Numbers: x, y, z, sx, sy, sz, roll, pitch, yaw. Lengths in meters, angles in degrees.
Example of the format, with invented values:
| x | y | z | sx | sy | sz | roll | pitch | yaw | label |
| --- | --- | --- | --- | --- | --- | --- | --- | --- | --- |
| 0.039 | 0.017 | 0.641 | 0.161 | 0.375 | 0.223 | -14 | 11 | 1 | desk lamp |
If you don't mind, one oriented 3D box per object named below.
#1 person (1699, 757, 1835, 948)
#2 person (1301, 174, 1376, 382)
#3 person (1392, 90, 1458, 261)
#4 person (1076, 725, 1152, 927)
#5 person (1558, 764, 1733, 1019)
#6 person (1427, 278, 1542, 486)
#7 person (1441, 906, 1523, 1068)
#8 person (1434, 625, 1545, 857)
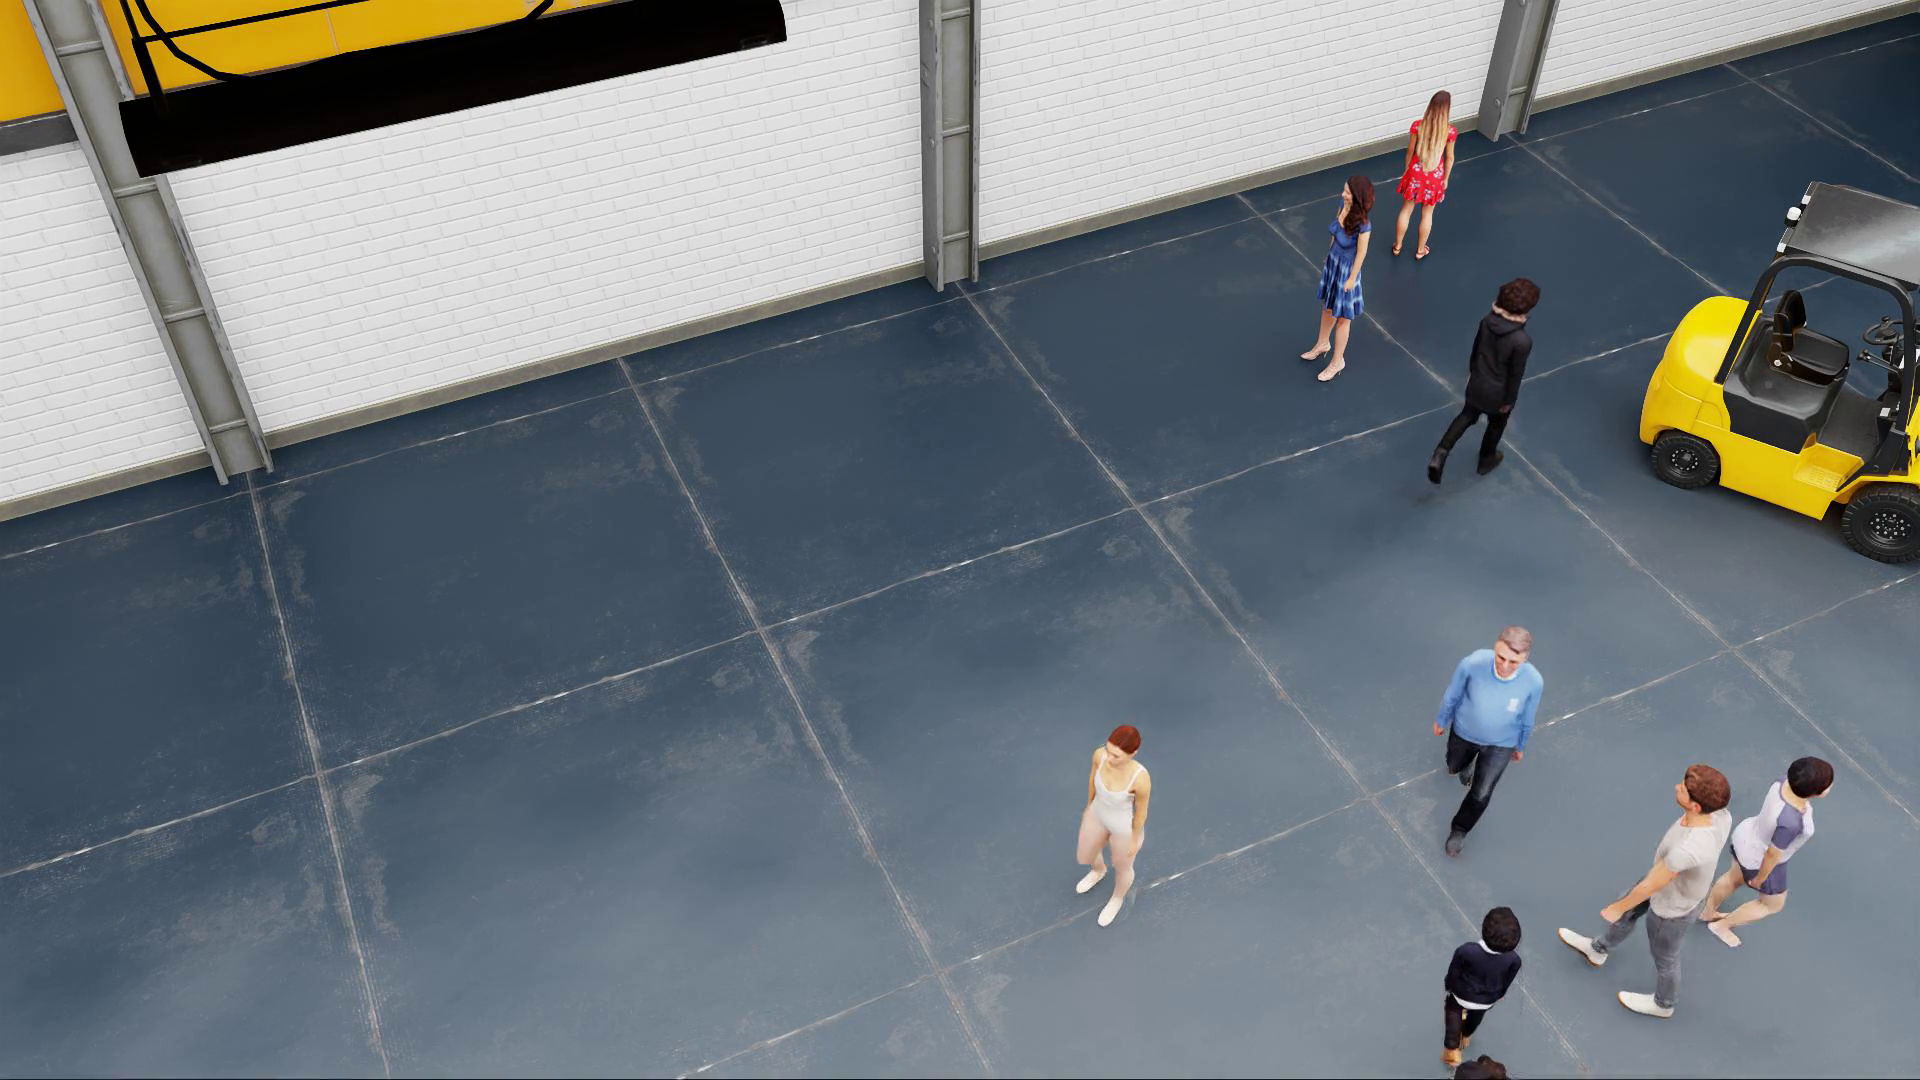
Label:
| x | y | z | sx | sy | sz | roll | pitch | yaw | label |
| --- | --- | --- | --- | --- | --- | --- | --- | --- | --- |
| 4.420 | 1.720 | 9.296 | 0.720 | 1.553 | 0.674 | 7 | 44 | 7 | person |
| 2.995 | -2.074 | 13.096 | 0.613 | 1.806 | 0.699 | -11 | 45 | -12 | person |
| 4.015 | -3.150 | 14.379 | 0.665 | 1.593 | 0.717 | 17 | 46 | 17 | person |
| 0.906 | 1.555 | 9.404 | 0.642 | 1.642 | 0.659 | 31 | 52 | 29 | person |
| 3.876 | 1.942 | 8.845 | 1.041 | 1.854 | 1.038 | 21 | 47 | 20 | person |
| 3.830 | -1.094 | 12.104 | 1.114 | 1.755 | 0.761 | -26 | 50 | -25 | person |
| 2.757 | 2.402 | 8.824 | 0.704 | 1.217 | 0.741 | 7 | 44 | 7 | person |
| 3.114 | 1.069 | 9.807 | 1.044 | 1.791 | 1.123 | 13 | 45 | 13 | person |
